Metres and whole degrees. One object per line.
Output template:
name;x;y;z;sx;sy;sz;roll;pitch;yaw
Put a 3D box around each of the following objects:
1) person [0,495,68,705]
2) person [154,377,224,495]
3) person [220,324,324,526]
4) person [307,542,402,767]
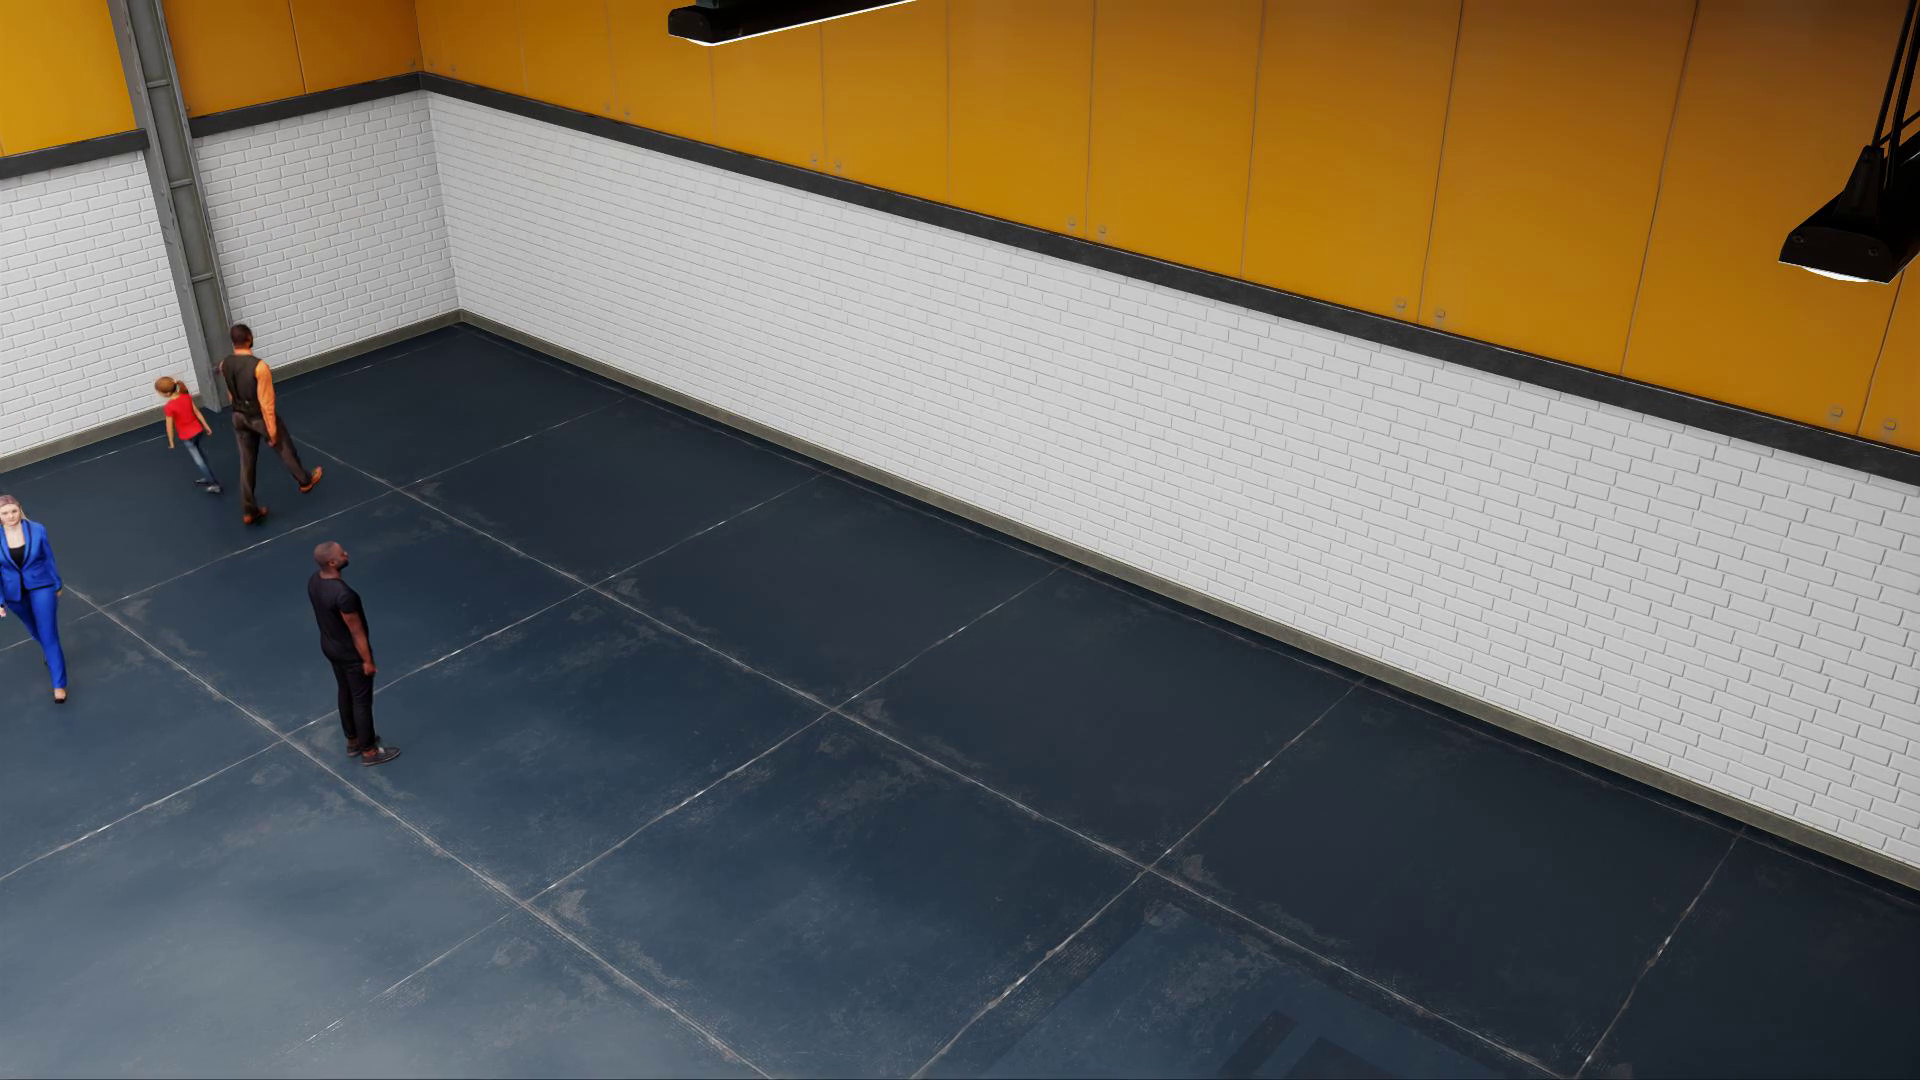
person;-7.363;0.393;13.158;1.202;1.652;1.047;-11;31;-20
person;-7.417;-1.014;16.131;0.707;1.275;0.646;16;32;27
person;-6.655;-1.035;15.568;1.054;1.851;1.343;8;30;15
person;-4.491;0.825;12.190;0.671;1.819;0.563;25;37;37
